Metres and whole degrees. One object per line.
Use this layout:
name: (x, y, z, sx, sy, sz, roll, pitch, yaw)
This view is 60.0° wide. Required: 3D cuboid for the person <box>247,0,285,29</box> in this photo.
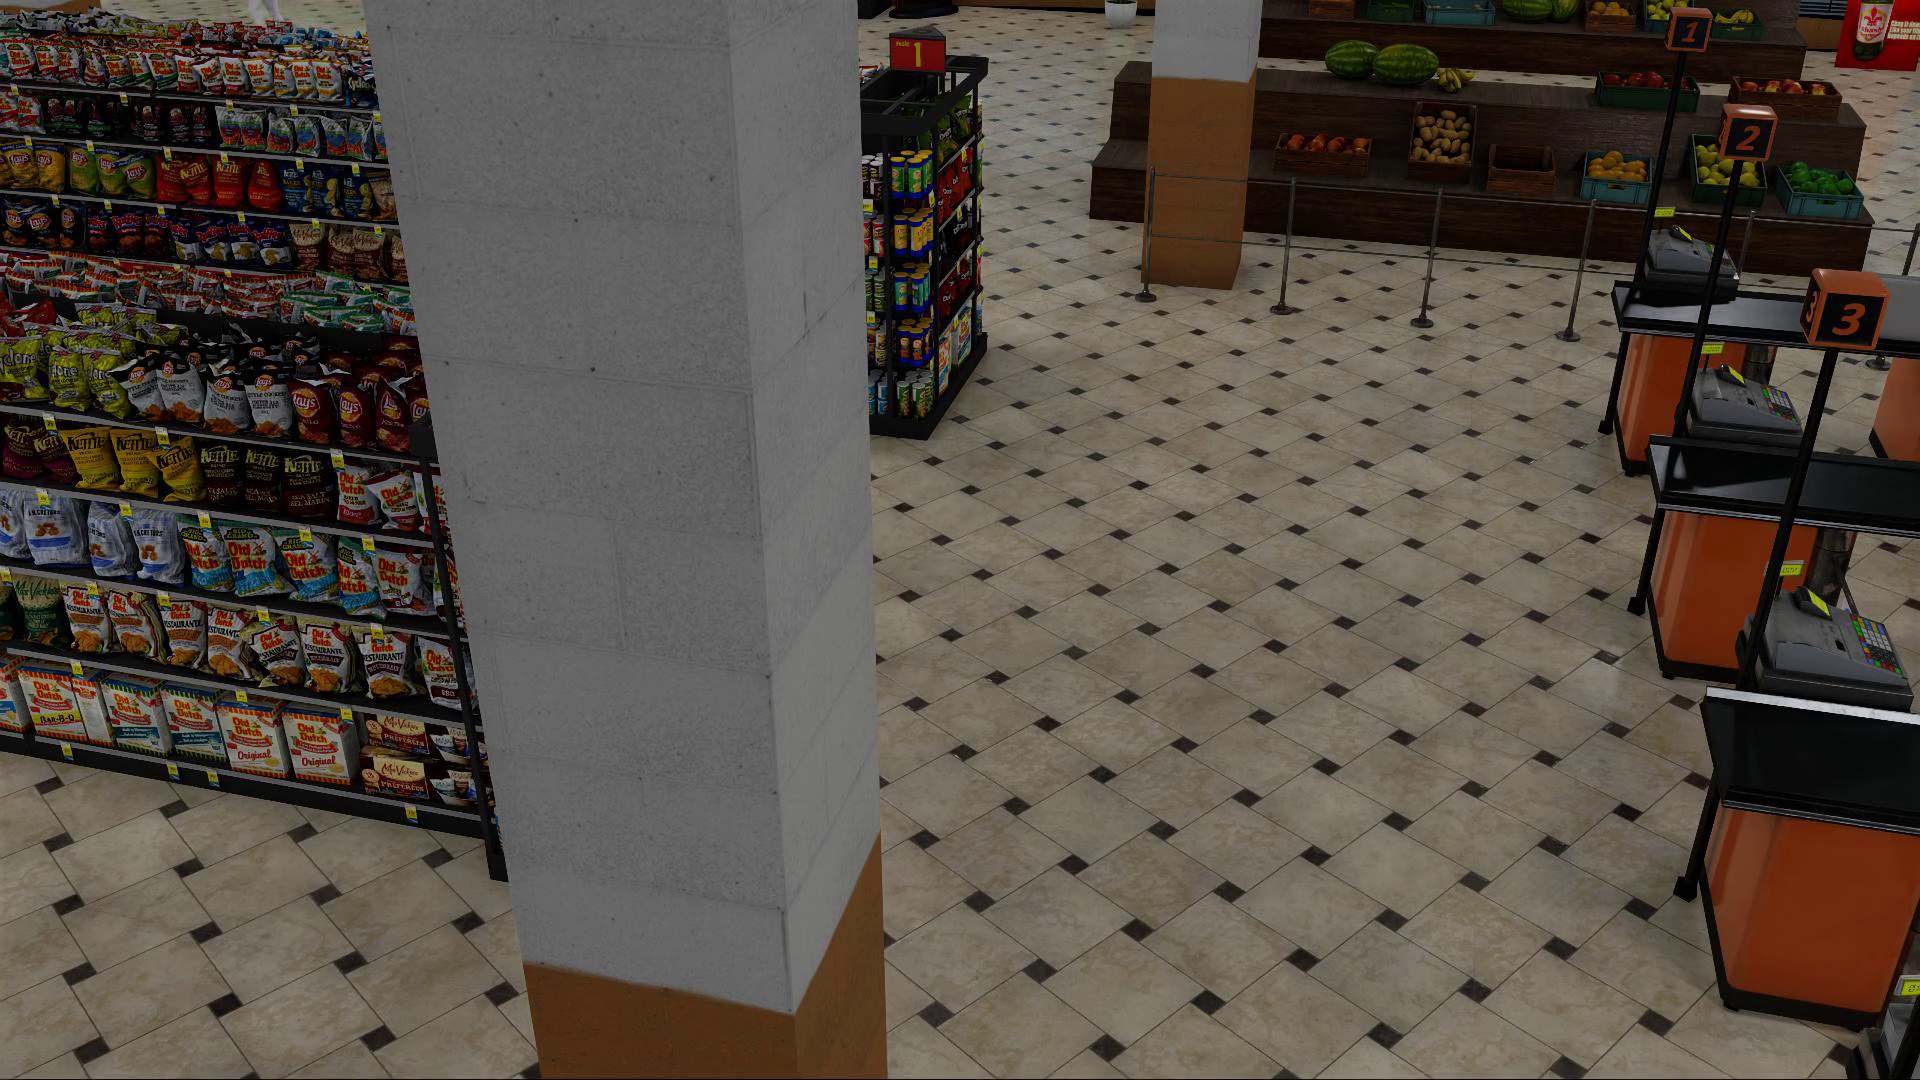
person: (-8.002, -6.494, 19.277, 0.678, 1.658, 0.675, 1, 29, 2)
